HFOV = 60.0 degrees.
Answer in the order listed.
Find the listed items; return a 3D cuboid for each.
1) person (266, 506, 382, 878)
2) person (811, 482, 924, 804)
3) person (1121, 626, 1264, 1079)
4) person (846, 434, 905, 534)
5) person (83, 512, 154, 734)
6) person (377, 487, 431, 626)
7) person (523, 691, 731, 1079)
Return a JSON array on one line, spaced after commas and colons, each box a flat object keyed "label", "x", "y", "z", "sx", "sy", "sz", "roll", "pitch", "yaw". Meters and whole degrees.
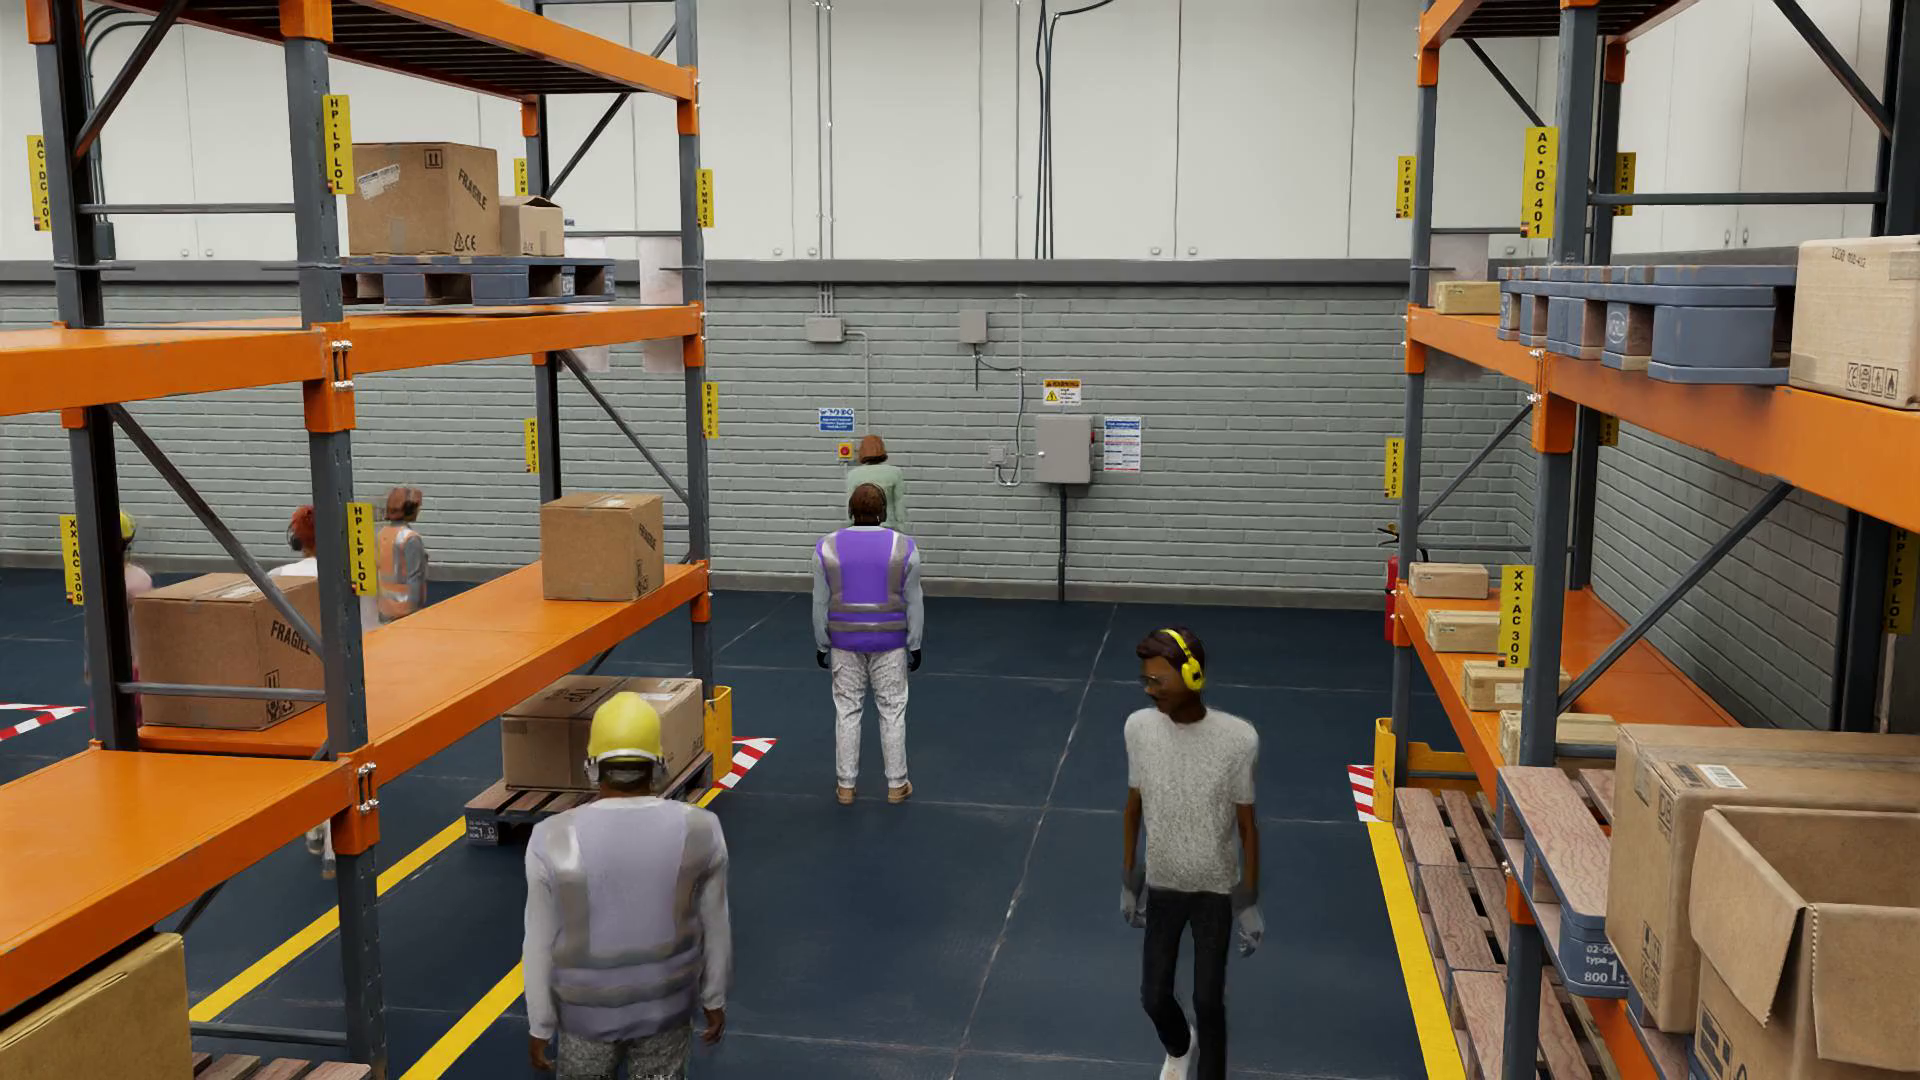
[{"label": "person", "x": -3.250, "y": 0.759, "z": 8.476, "sx": 0.595, "sy": 1.849, "sz": 0.677, "roll": -1, "pitch": 9, "yaw": -5}, {"label": "person", "x": -0.518, "y": 0.589, "z": 9.480, "sx": 0.633, "sy": 1.841, "sz": 0.429, "roll": 0, "pitch": 9, "yaw": 1}, {"label": "person", "x": 0.806, "y": 1.198, "z": 5.760, "sx": 0.518, "sy": 1.846, "sz": 0.483, "roll": 4, "pitch": 10, "yaw": 21}, {"label": "person", "x": -0.726, "y": -0.102, "z": 14.399, "sx": 0.508, "sy": 1.626, "sz": 0.311, "roll": -2, "pitch": 9, "yaw": -12}, {"label": "person", "x": -4.582, "y": 0.677, "z": 9.184, "sx": 0.538, "sy": 1.752, "sz": 0.562, "roll": 5, "pitch": 11, "yaw": 30}, {"label": "person", "x": -3.604, "y": 0.457, "z": 10.948, "sx": 0.491, "sy": 1.618, "sz": 0.541, "roll": -8, "pitch": 12, "yaw": -42}, {"label": "person", "x": -0.973, "y": 1.341, "z": 4.907, "sx": 0.612, "sy": 1.813, "sz": 0.423, "roll": -3, "pitch": 10, "yaw": -19}]
